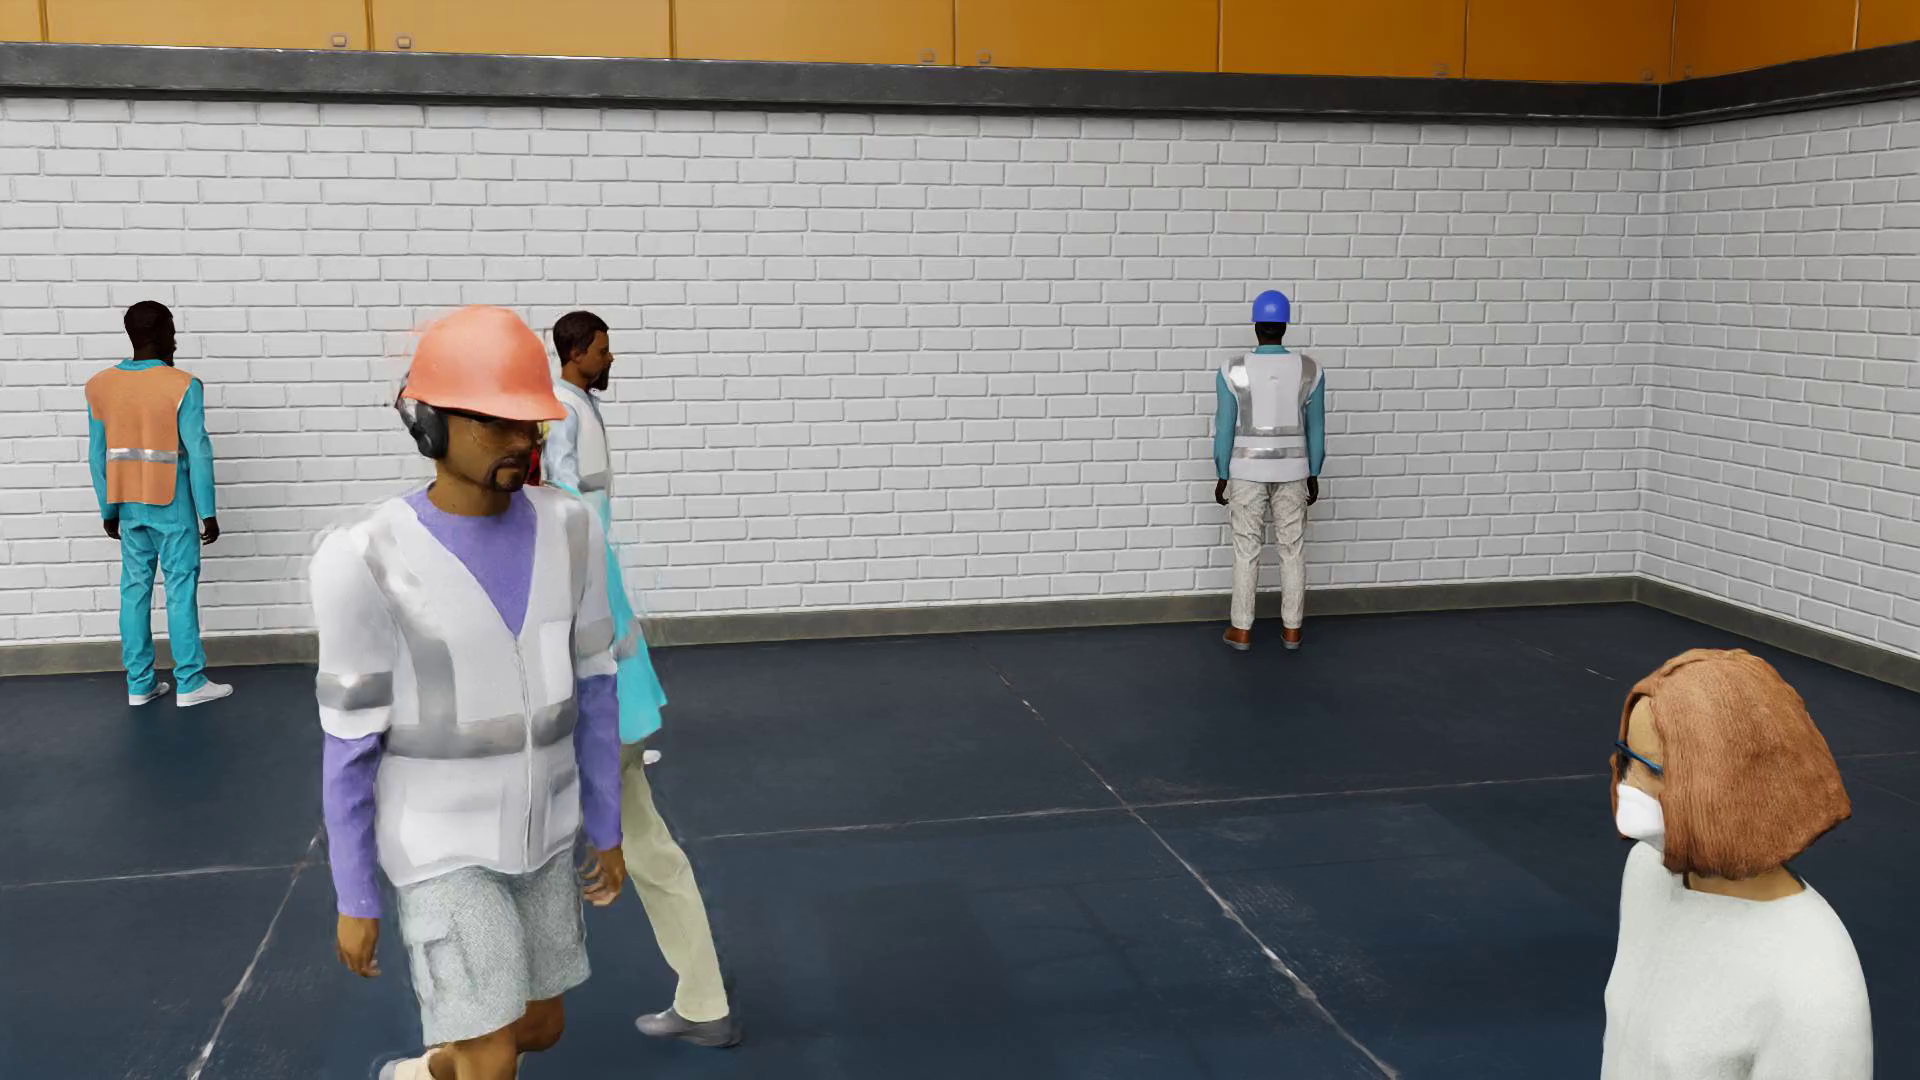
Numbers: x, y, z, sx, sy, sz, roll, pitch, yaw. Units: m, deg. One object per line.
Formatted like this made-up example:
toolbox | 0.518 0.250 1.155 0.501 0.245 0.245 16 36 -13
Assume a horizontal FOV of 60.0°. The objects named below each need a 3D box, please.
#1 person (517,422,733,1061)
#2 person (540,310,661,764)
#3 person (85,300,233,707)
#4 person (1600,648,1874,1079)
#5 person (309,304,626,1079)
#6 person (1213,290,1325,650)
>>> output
person | -0.977 0.518 4.131 0.828 1.772 0.630 -1 9 -7
person | -1.600 0.022 6.766 0.632 1.903 0.612 -1 9 -3
person | -3.798 -0.162 7.844 0.592 1.916 0.375 2 9 10
person | 0.913 0.933 2.063 0.278 1.628 0.505 0 9 0
person | -0.976 0.550 3.251 0.846 2.020 0.607 8 12 40
person | 1.667 -0.368 9.001 0.605 1.949 0.384 0 9 -2
